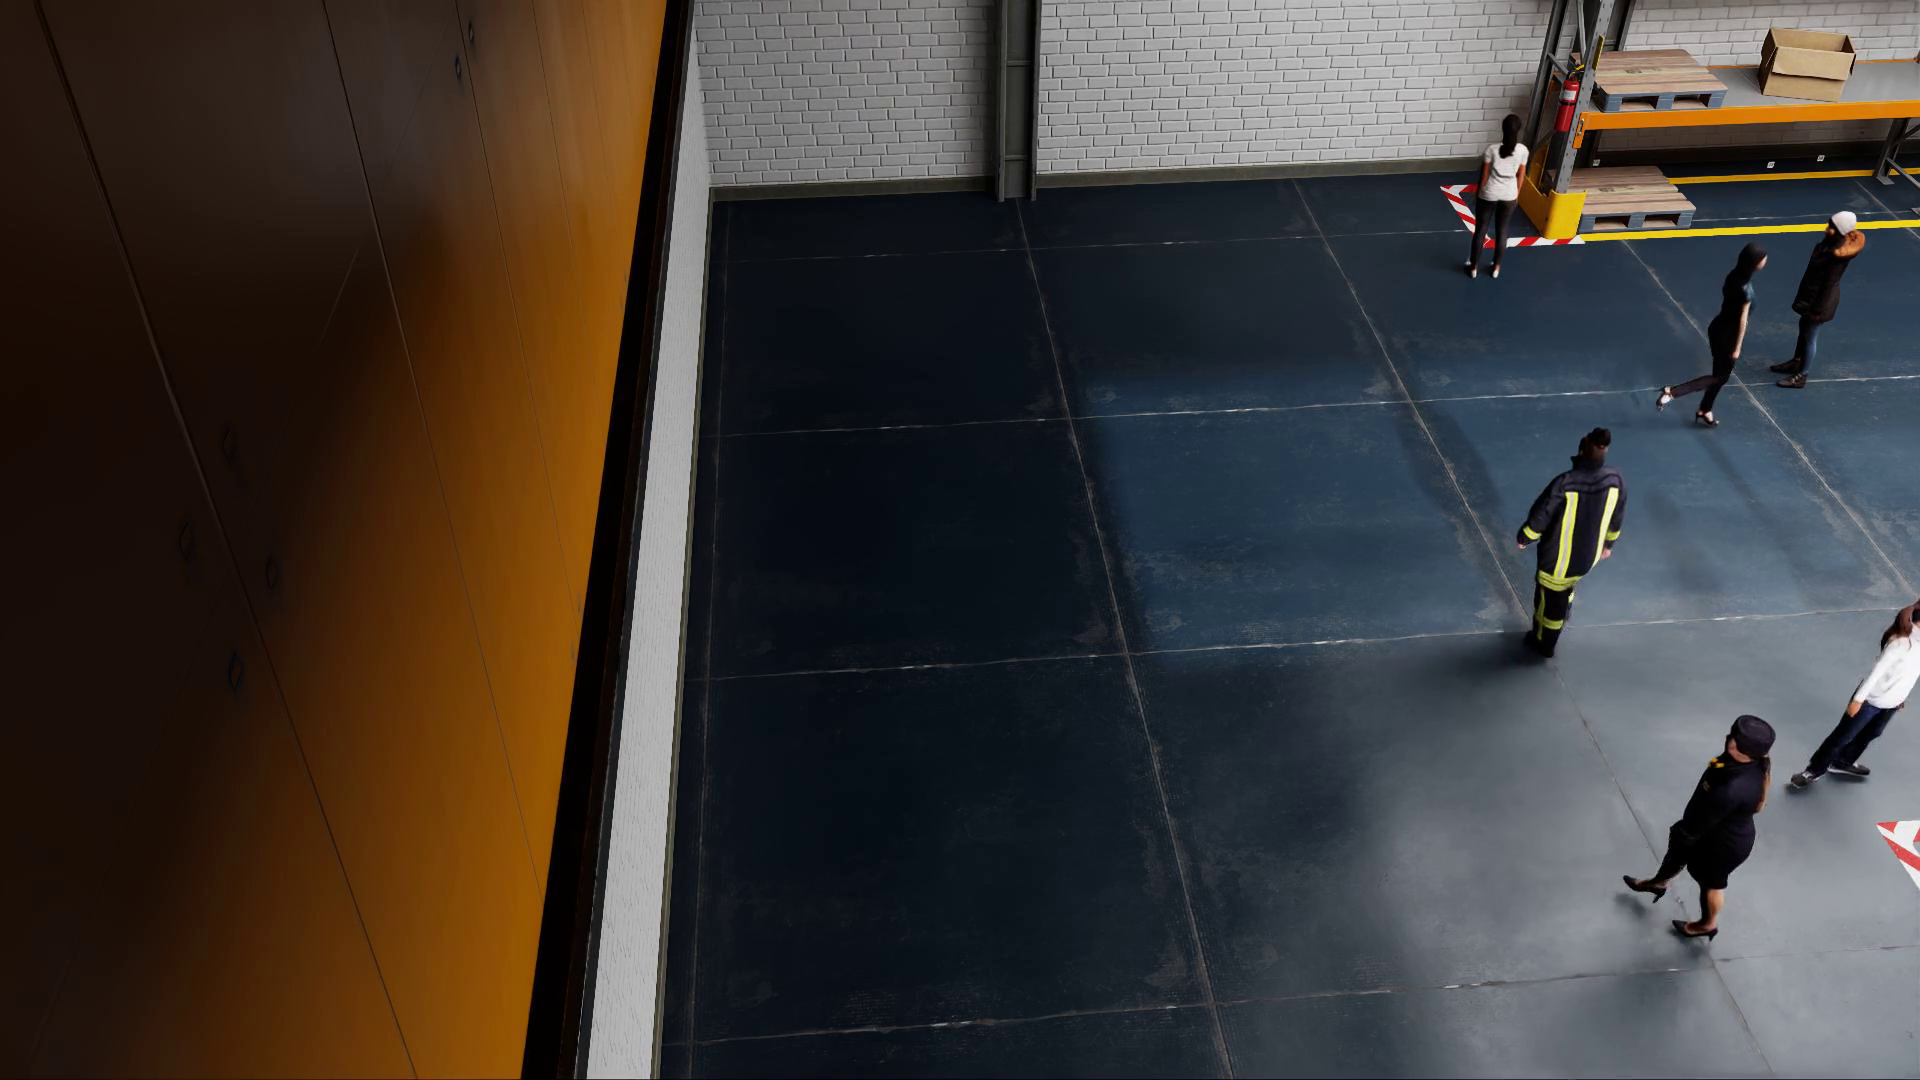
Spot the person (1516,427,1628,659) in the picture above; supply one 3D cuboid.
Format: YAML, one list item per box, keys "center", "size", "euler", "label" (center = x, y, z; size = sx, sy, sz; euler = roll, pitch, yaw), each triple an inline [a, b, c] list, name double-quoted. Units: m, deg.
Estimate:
- center: [4.218, 0.068, 11.406]
  size: [0.728, 1.850, 0.888]
  euler: [-9, 39, -11]
  label: "person"

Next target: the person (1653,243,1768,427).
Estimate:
- center: [6.202, -1.648, 13.659]
  size: [0.887, 1.720, 0.654]
  euler: [3, 39, 4]
  label: "person"

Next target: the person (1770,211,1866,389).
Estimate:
- center: [7.370, -2.075, 14.263]
  size: [0.675, 1.633, 0.682]
  euler: [7, 39, 9]
  label: "person"

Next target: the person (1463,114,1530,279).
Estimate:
- center: [5.081, -3.246, 15.719]
  size: [0.510, 1.646, 0.658]
  euler: [3, 39, 3]
  label: "person"

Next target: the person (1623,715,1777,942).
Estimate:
- center: [4.401, 1.720, 9.496]
  size: [1.004, 1.653, 0.937]
  euler: [23, 44, 26]
  label: "person"

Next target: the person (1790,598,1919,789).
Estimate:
- center: [5.767, 0.979, 10.516]
  size: [0.619, 1.537, 0.837]
  euler: [-11, 40, -14]
  label: "person"
